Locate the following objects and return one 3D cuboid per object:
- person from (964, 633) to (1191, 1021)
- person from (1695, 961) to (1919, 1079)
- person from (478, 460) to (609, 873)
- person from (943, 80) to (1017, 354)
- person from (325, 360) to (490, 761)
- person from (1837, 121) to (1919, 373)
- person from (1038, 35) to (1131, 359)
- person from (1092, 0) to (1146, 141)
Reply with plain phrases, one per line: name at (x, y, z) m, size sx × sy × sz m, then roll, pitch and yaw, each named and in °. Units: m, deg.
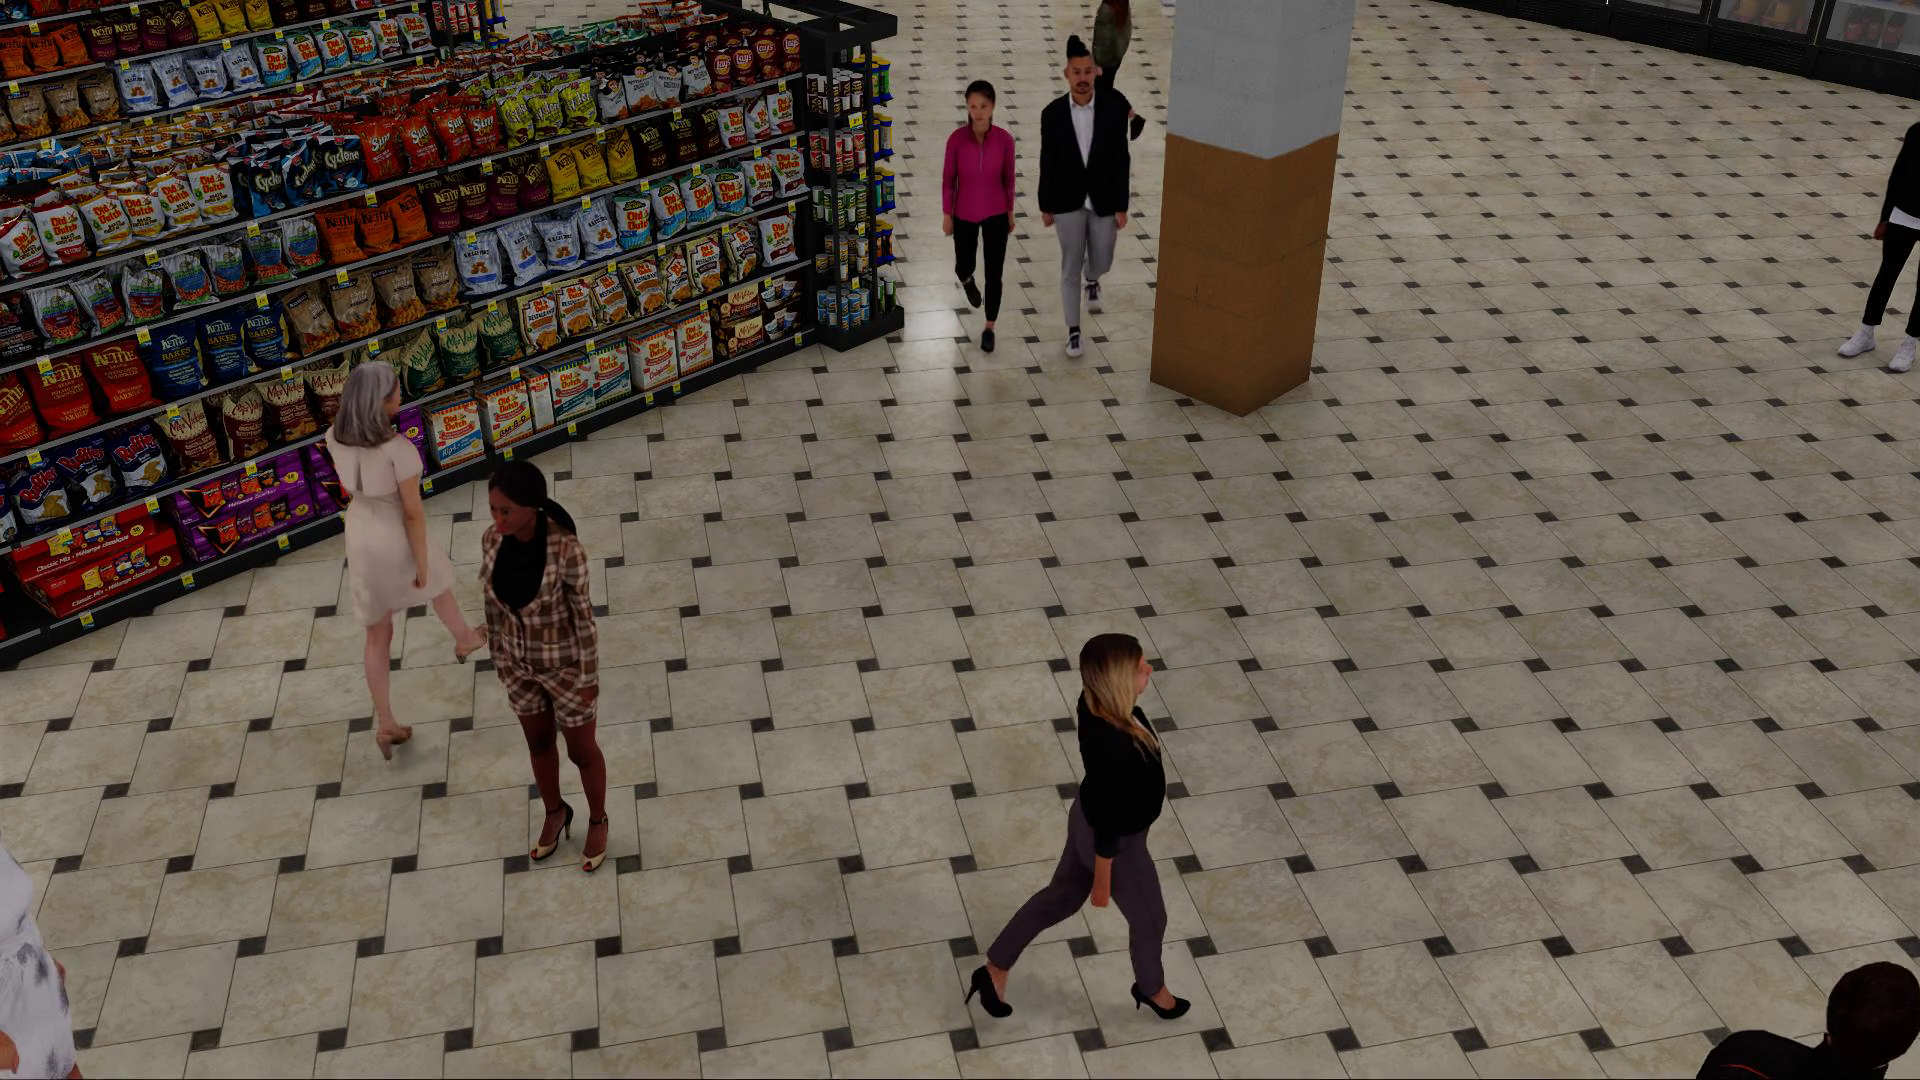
person at (0.381, 1.011, 5.448) m, size 1.113 × 1.635 × 0.978 m, roll -5°, pitch 32°, yaw -7°
person at (1.919, 1.780, 4.057) m, size 0.881 × 1.799 × 1.233 m, roll 20°, pitch 37°, yaw 28°
person at (-1.516, 0.483, 6.148) m, size 0.669 × 1.793 × 0.678 m, roll 11°, pitch 33°, yaw 16°
person at (0.120, -2.031, 10.299) m, size 0.980 × 1.675 × 1.018 m, roll -4°, pitch 32°, yaw -6°
person at (-2.370, 0.135, 6.803) m, size 1.021 × 1.690 × 1.211 m, roll 7°, pitch 32°, yaw 10°
person at (5.804, -1.921, 9.986) m, size 0.558 × 1.818 × 0.661 m, roll -27°, pitch 41°, yaw -36°
person at (0.770, -2.133, 10.220) m, size 1.090 × 1.932 × 1.174 m, roll 2°, pitch 32°, yaw 4°
person at (1.264, -3.899, 13.500) m, size 0.759 × 1.466 × 0.792 m, roll 17°, pitch 36°, yaw 25°
